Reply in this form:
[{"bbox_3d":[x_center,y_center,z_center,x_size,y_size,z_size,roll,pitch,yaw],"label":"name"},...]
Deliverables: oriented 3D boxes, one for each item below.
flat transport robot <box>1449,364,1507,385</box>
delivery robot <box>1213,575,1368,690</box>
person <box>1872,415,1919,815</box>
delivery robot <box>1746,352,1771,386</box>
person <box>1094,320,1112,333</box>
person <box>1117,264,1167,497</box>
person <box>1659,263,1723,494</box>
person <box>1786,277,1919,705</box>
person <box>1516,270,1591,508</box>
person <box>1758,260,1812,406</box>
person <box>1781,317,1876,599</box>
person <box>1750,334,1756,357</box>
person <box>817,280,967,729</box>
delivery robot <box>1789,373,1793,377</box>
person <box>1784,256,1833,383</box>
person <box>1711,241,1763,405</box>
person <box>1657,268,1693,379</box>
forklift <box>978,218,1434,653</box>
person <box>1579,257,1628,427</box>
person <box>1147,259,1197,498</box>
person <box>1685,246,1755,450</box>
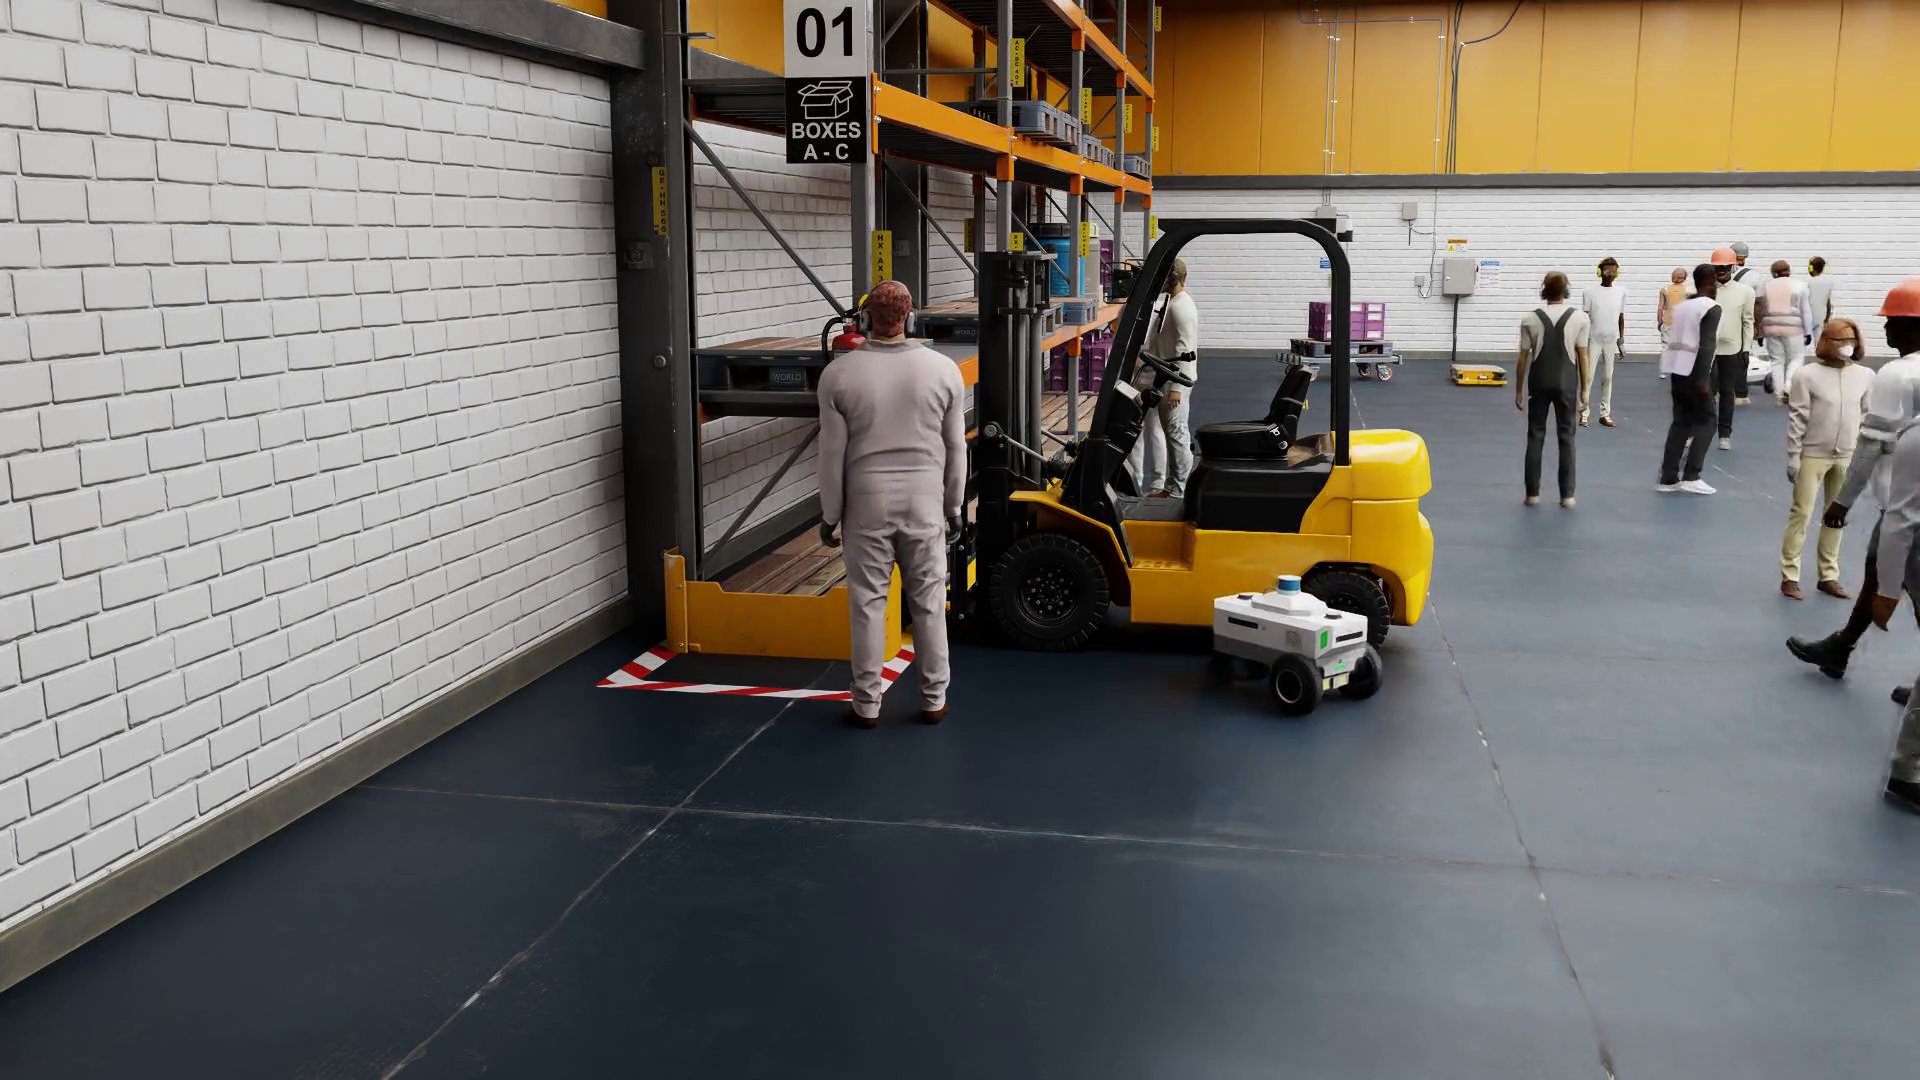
[{"bbox_3d":[7.412,-2.375,23.821,0.652,0.197,1.431,2,11,11],"label":"flat transport robot"},{"bbox_3d":[1.488,0.404,7.552,0.477,0.478,0.707,-8,13,-37],"label":"delivery robot"},{"bbox_3d":[3.571,0.158,5.723,0.624,1.799,0.815,-3,11,-17],"label":"person"},{"bbox_3d":[10.537,-2.276,22.242,0.707,0.478,0.477,-8,13,-37],"label":"delivery robot"},{"bbox_3d":[2.399,-3.723,27.297,0.536,1.697,0.322,-1,10,-6],"label":"person"},{"bbox_3d":[1.461,-1.242,13.204,0.578,1.881,0.390,9,14,42],"label":"person"},{"bbox_3d":[5.999,-1.325,13.667,0.488,1.872,0.638,-1,10,-7],"label":"person"},{"bbox_3d":[4.189,-0.222,7.528,0.543,1.896,0.962,-7,12,-33],"label":"person"},{"bbox_3d":[4.586,-1.159,12.860,0.529,1.836,0.375,4,11,22],"label":"person"},{"bbox_3d":[10.196,-2.555,20.607,0.695,1.806,0.432,9,13,40],"label":"person"},{"bbox_3d":[5.017,-0.466,9.619,0.506,1.631,0.267,0,10,-3],"label":"person"},{"bbox_3d":[11.926,-3.325,25.411,0.530,1.592,0.842,-1,10,-7],"label":"person"},{"bbox_3d":[-0.292,-0.143,7.096,0.639,1.910,0.406,-2,10,-10],"label":"person"},{"bbox_3d":[10.563,-1.937,20.381,0.477,0.478,0.707,-9,14,-42],"label":"delivery robot"},{"bbox_3d":[11.976,-3.052,23.261,0.529,1.837,0.917,-1,10,-8],"label":"person"},{"bbox_3d":[9.688,-2.719,20.854,0.689,2.000,0.539,8,13,36],"label":"person"},{"bbox_3d":[10.522,-3.174,24.451,0.523,1.636,0.310,7,12,32],"label":"person"},{"bbox_3d":[1.285,-0.567,8.635,2.313,2.155,1.214,2,11,11],"label":"forklift"},{"bbox_3d":[7.091,-2.179,18.357,0.512,1.873,0.328,0,10,1],"label":"person"},{"bbox_3d":[1.642,-1.201,12.806,0.355,1.938,0.637,0,10,1],"label":"person"},{"bbox_3d":[7.467,-1.884,16.398,0.623,1.992,0.397,6,12,29],"label":"person"}]
